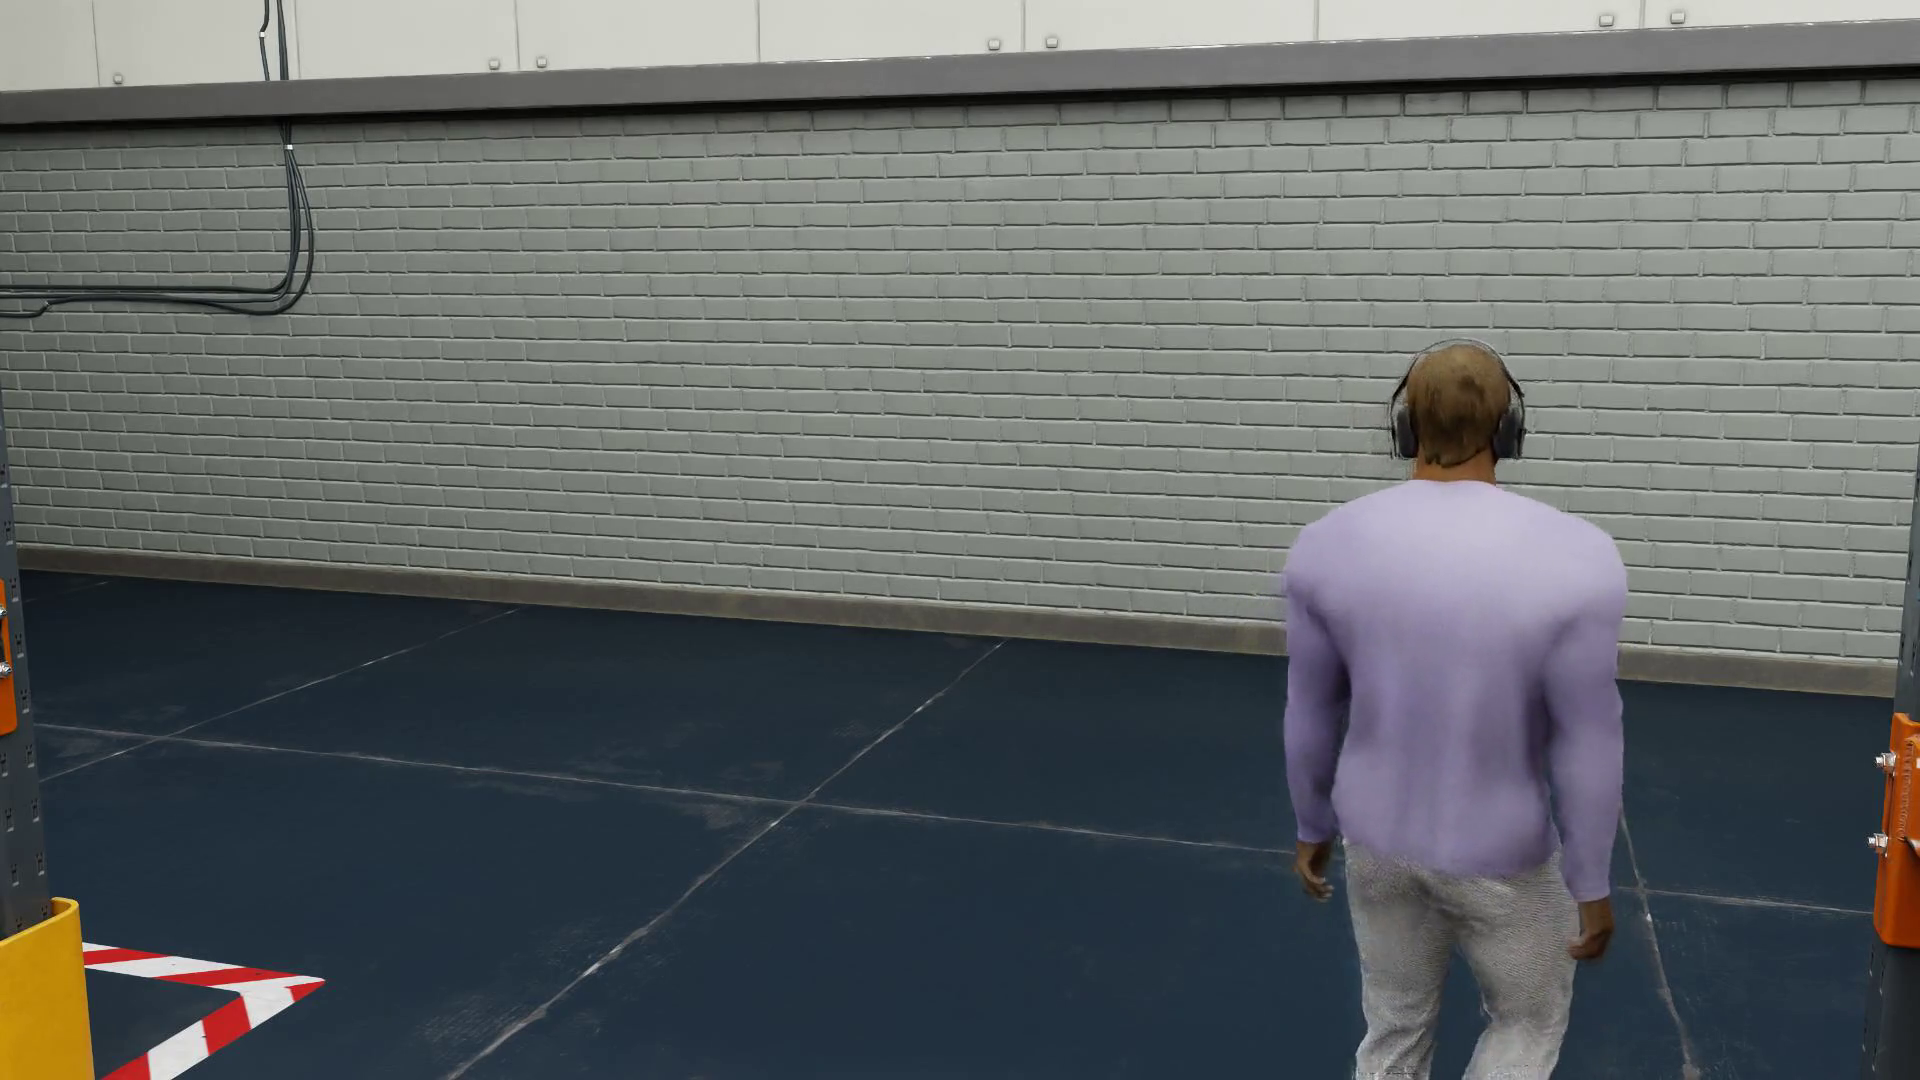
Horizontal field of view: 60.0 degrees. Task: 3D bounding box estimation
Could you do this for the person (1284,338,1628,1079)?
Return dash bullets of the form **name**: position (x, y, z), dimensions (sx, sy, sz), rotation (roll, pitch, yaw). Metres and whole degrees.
- **person**: position (0.925, 0.581, 3.196), dimensions (0.657, 1.928, 0.416), rotation (6, 11, 33)
